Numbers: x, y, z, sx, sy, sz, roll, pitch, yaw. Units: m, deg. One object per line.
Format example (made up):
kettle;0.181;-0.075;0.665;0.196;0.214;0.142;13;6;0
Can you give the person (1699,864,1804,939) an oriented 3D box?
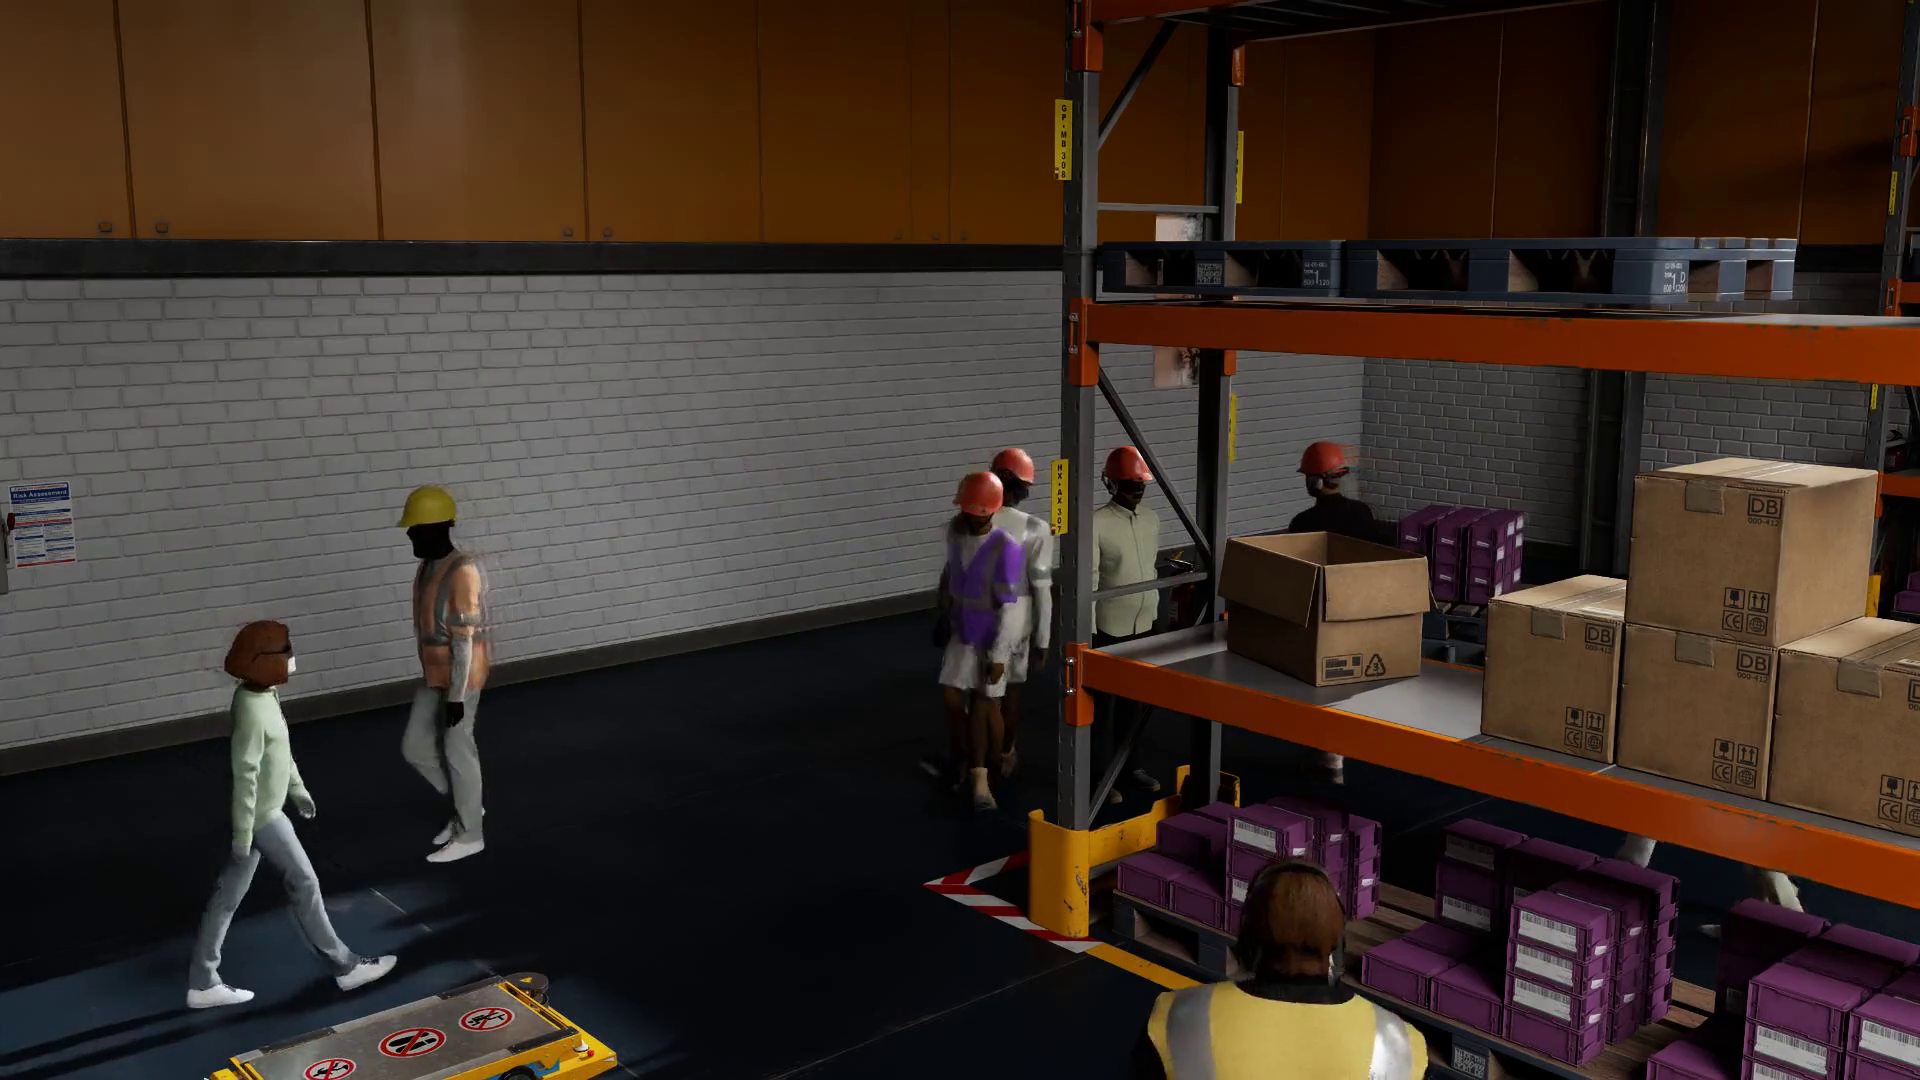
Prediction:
person;3.487;0.910;7.135;0.550;1.848;0.459;-9;13;-41

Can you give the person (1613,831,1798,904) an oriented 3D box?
person;3.434;0.831;7.694;0.906;1.814;0.628;5;11;29

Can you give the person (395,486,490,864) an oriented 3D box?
person;-2.572;0.680;8.298;0.416;1.913;0.585;-8;13;-40

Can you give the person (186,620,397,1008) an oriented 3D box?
person;-2.773;1.103;6.729;0.827;1.587;0.505;-5;11;-25

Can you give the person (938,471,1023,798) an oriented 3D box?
person;0.111;0.536;9.189;0.594;1.888;0.556;9;13;43

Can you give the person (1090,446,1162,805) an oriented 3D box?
person;0.910;0.463;9.299;0.624;1.992;0.386;-9;13;-41

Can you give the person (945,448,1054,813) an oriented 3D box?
person;0.204;0.484;9.248;0.632;1.981;1.060;1;10;7

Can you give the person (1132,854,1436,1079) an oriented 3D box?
person;0.667;1.553;3.540;0.622;1.797;0.940;1;10;4

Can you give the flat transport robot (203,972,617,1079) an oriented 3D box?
flat transport robot;-2.018;1.903;5.912;1.431;0.197;0.652;-8;13;-41

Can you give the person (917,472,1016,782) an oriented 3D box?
person;0.046;0.497;9.715;0.892;1.782;0.608;-7;12;-37

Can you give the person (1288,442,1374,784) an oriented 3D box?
person;2.065;0.414;9.635;0.660;1.972;0.586;-7;12;-35
